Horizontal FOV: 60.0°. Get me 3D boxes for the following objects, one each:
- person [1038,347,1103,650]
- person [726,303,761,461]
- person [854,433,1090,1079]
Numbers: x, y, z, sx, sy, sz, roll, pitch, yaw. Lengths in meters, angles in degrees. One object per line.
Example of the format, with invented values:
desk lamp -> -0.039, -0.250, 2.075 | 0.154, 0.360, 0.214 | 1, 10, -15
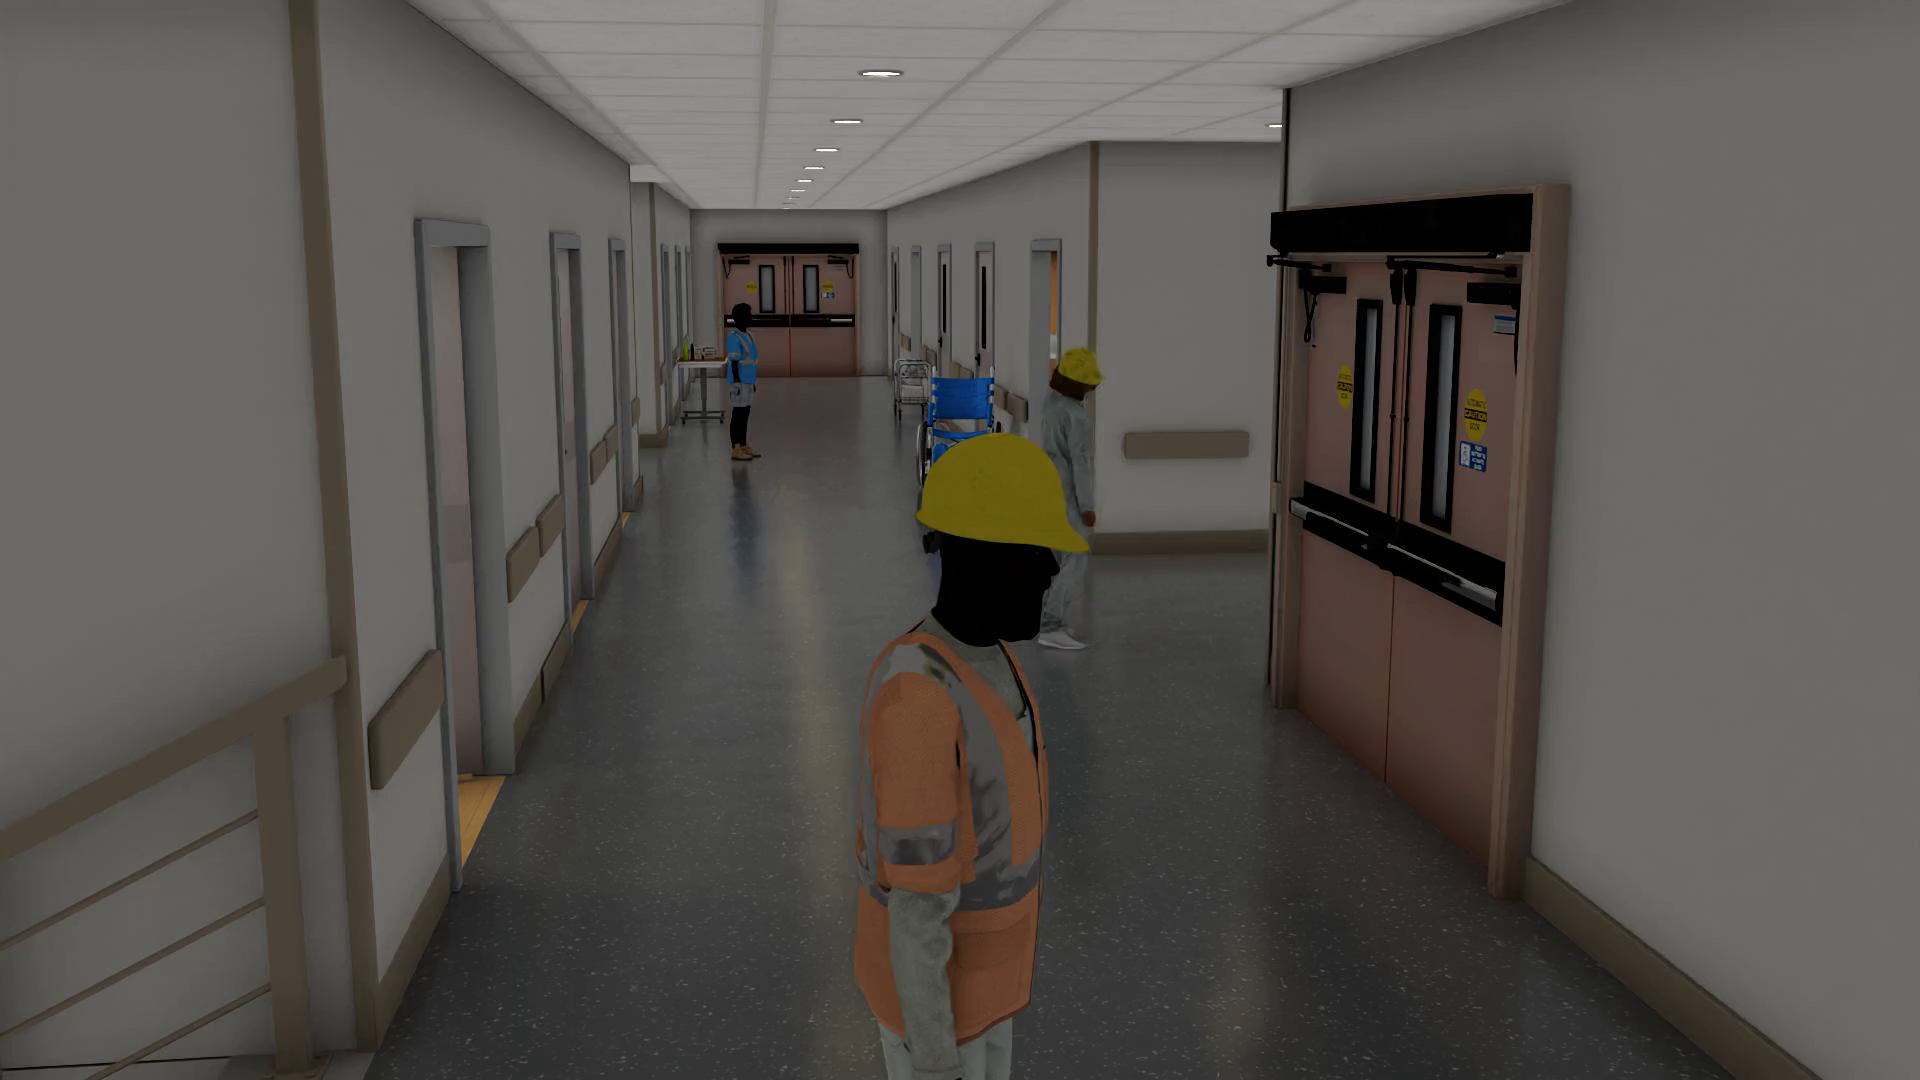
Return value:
person -> 0.574, -0.233, 9.390 | 0.380, 1.704, 0.557 | -4, 11, -23
person -> -2.347, -1.711, 18.000 | 0.316, 1.696, 0.540 | 2, 10, 12
person -> 0.021, 0.767, 2.935 | 0.393, 1.918, 0.585 | 2, 10, 13
